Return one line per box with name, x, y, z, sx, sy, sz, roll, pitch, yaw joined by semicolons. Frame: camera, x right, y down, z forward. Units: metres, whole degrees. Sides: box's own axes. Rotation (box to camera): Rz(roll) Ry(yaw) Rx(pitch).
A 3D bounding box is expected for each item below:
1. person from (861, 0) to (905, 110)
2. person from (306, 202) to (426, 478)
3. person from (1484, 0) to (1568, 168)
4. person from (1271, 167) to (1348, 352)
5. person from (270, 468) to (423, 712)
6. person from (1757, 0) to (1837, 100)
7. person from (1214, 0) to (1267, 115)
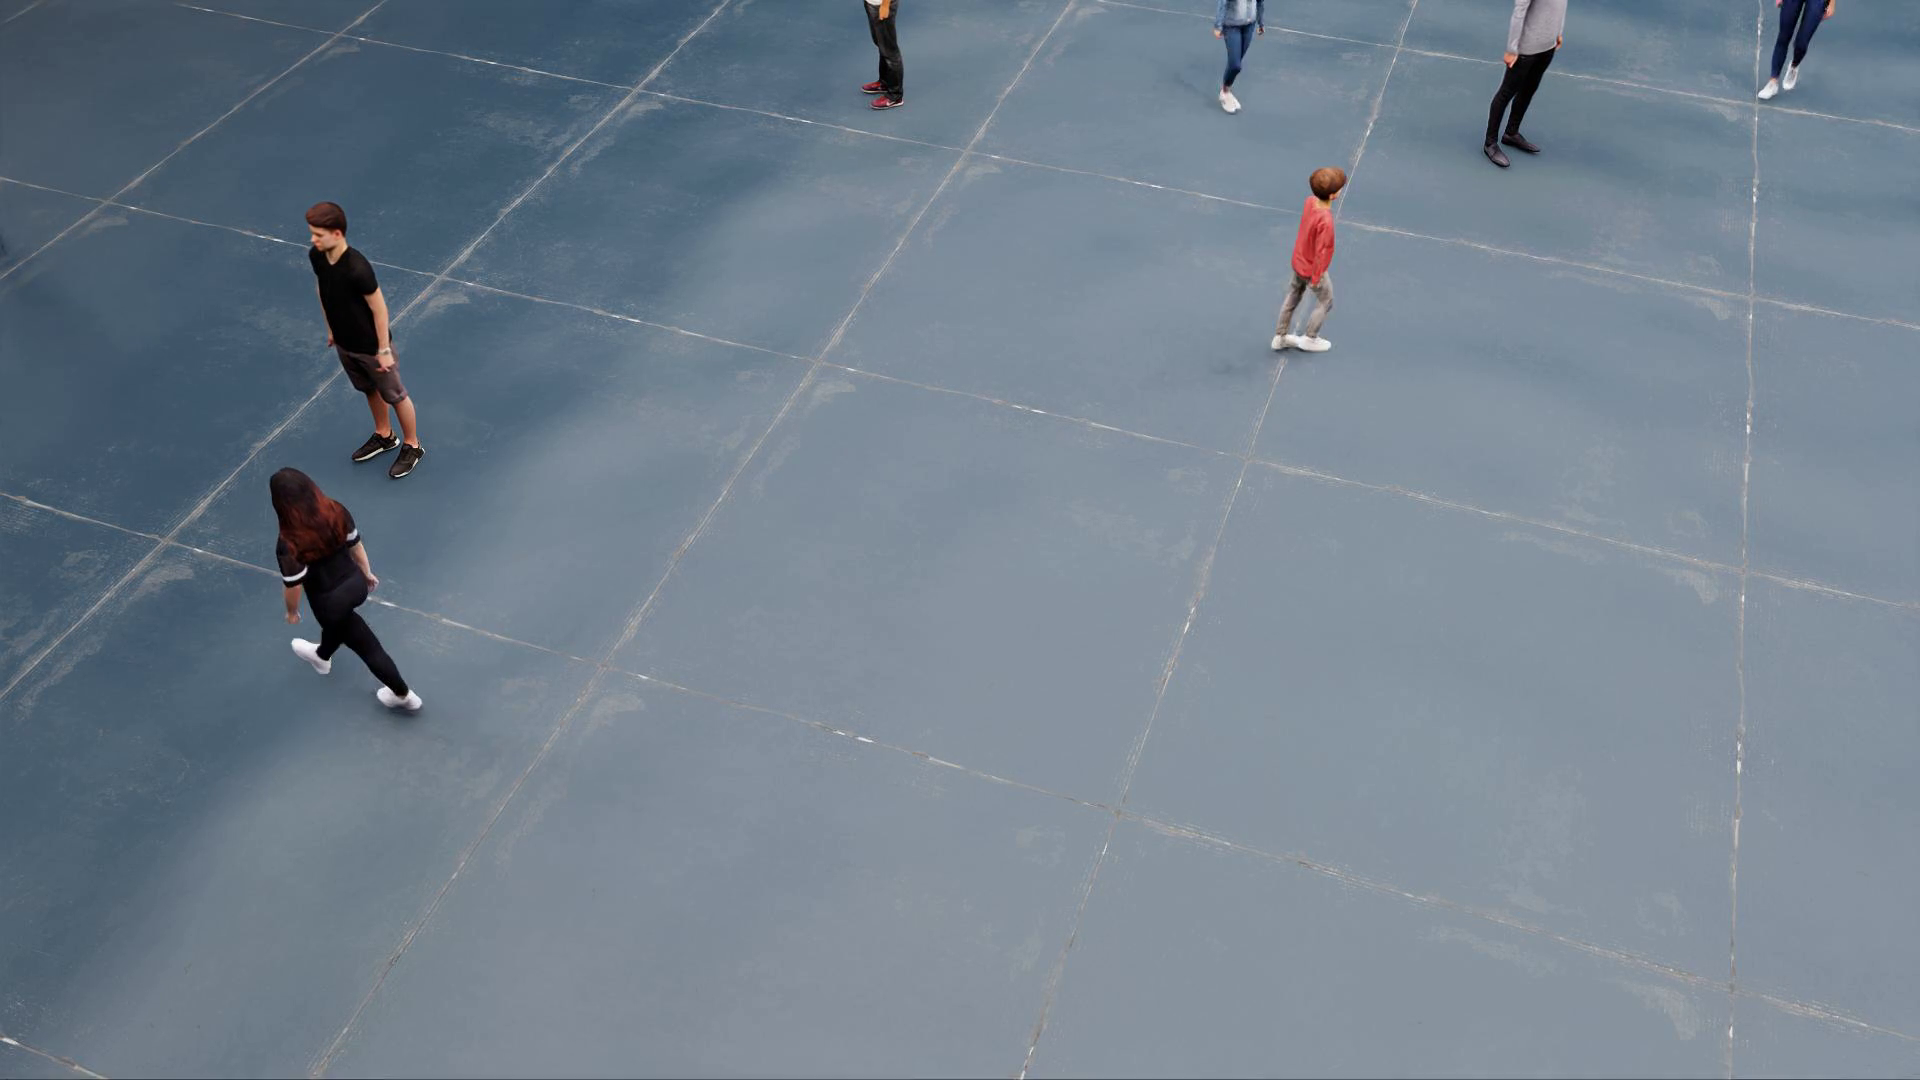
person;-0.621;-4.396;13.458;0.731;1.804;0.712;-11;44;-11
person;-3.587;-1.227;10.022;0.616;1.861;0.790;24;48;24
person;4.413;-3.861;12.799;0.835;1.922;0.851;-24;48;-24
person;2.255;-1.820;10.993;0.738;1.404;0.676;-13;45;-13
person;-3.145;0.321;8.558;1.073;1.597;0.663;18;46;18
person;6.932;-4.445;13.537;0.722;1.767;0.784;31;51;29
person;2.223;-4.226;13.520;0.682;1.470;0.723;-23;48;-22
